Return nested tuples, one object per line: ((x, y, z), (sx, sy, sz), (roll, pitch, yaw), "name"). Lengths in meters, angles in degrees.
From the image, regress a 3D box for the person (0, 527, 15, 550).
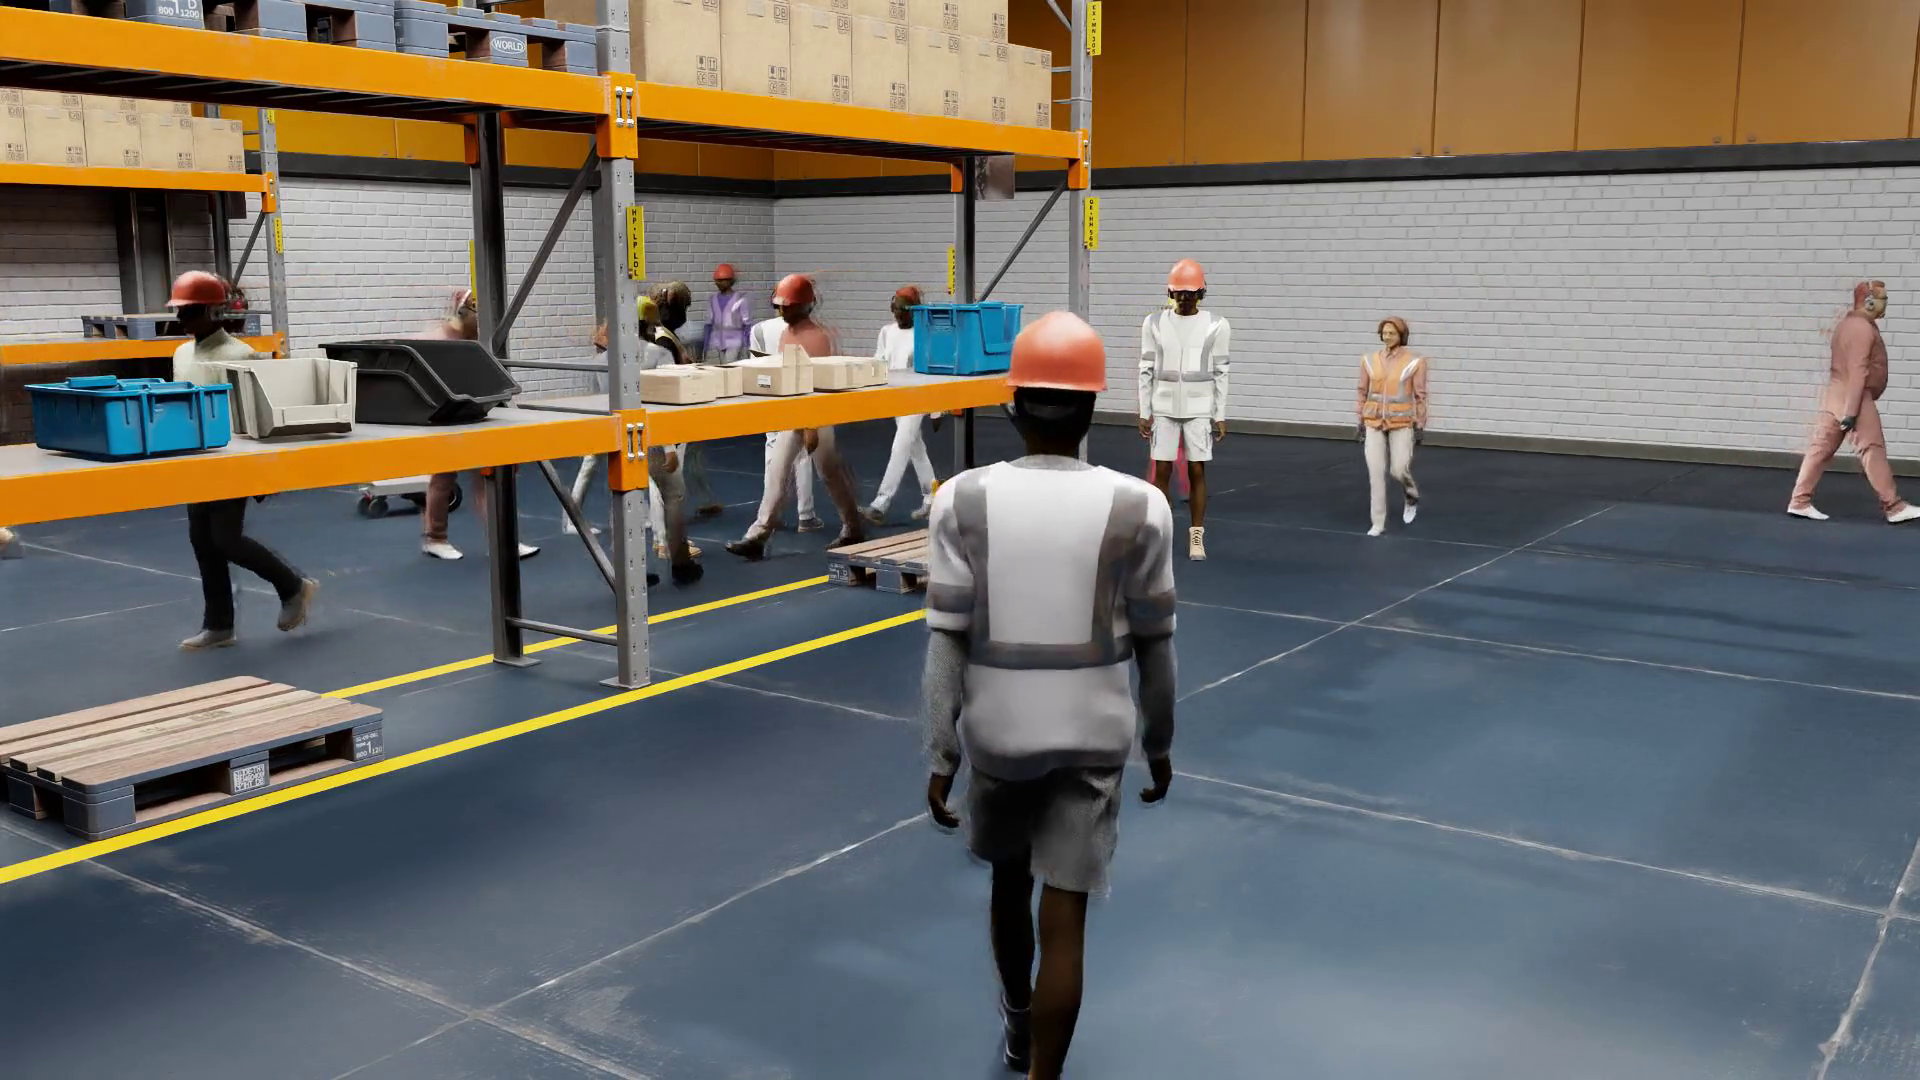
((-6.883, -0.757, 11.267), (0.907, 1.811, 0.633), (1, 10, 4), "person")

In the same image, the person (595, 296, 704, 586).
((-1.929, -0.613, 10.409), (0.603, 1.795, 0.740), (5, 11, 26), "person")

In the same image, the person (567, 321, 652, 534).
((-2.548, -0.831, 12.317), (0.832, 1.590, 0.536), (-1, 10, -4), "person")

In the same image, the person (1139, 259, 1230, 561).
((1.500, -0.866, 11.213), (0.605, 2.036, 0.393), (2, 10, 13), "person")

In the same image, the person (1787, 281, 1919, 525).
((6.957, -1.051, 12.815), (0.996, 1.861, 0.637), (2, 10, 11), "person")

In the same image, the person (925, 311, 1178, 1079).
((0.227, 0.427, 3.902), (0.564, 1.896, 0.906), (1, 10, 8), "person")

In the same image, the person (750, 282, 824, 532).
((-1.275, -0.995, 12.428), (0.584, 1.882, 0.344), (2, 10, 14), "person")

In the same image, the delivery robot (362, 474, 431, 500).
((-4.442, -0.529, 13.330), (0.707, 0.478, 0.477), (-8, 12, -38), "delivery robot")

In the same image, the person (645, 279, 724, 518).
((-2.240, -1.059, 12.824), (0.617, 1.898, 0.954), (5, 11, 27), "person")

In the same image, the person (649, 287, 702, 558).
((-1.984, -0.799, 11.389), (0.429, 1.843, 0.633), (-3, 10, -16), "person")

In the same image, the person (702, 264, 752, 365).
((-2.909, -2.452, 20.836), (0.622, 1.989, 1.077), (5, 11, 26), "person")

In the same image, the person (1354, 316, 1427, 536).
((3.196, -0.846, 12.314), (0.518, 1.627, 0.480), (6, 11, 33), "person")

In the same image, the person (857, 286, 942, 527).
((-0.458, -1.020, 12.760), (0.993, 1.817, 0.595), (-8, 13, -41), "person")

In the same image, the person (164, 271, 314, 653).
((-3.820, -0.412, 8.691), (0.620, 1.973, 0.585), (6, 11, 33), "person")

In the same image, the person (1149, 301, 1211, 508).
((1.856, -1.118, 13.590), (0.784, 1.729, 0.538), (-4, 10, -20), "person")

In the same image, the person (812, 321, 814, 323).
((-1.827, -1.878, 18.420), (0.521, 1.636, 0.312), (-5, 11, -25), "person")

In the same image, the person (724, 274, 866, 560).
((-1.066, -0.819, 11.250), (1.064, 1.928, 0.636), (-6, 11, -34), "person")

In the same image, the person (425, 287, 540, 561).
((-3.263, -0.748, 11.081), (0.976, 1.841, 0.656), (6, 11, 30), "person")
